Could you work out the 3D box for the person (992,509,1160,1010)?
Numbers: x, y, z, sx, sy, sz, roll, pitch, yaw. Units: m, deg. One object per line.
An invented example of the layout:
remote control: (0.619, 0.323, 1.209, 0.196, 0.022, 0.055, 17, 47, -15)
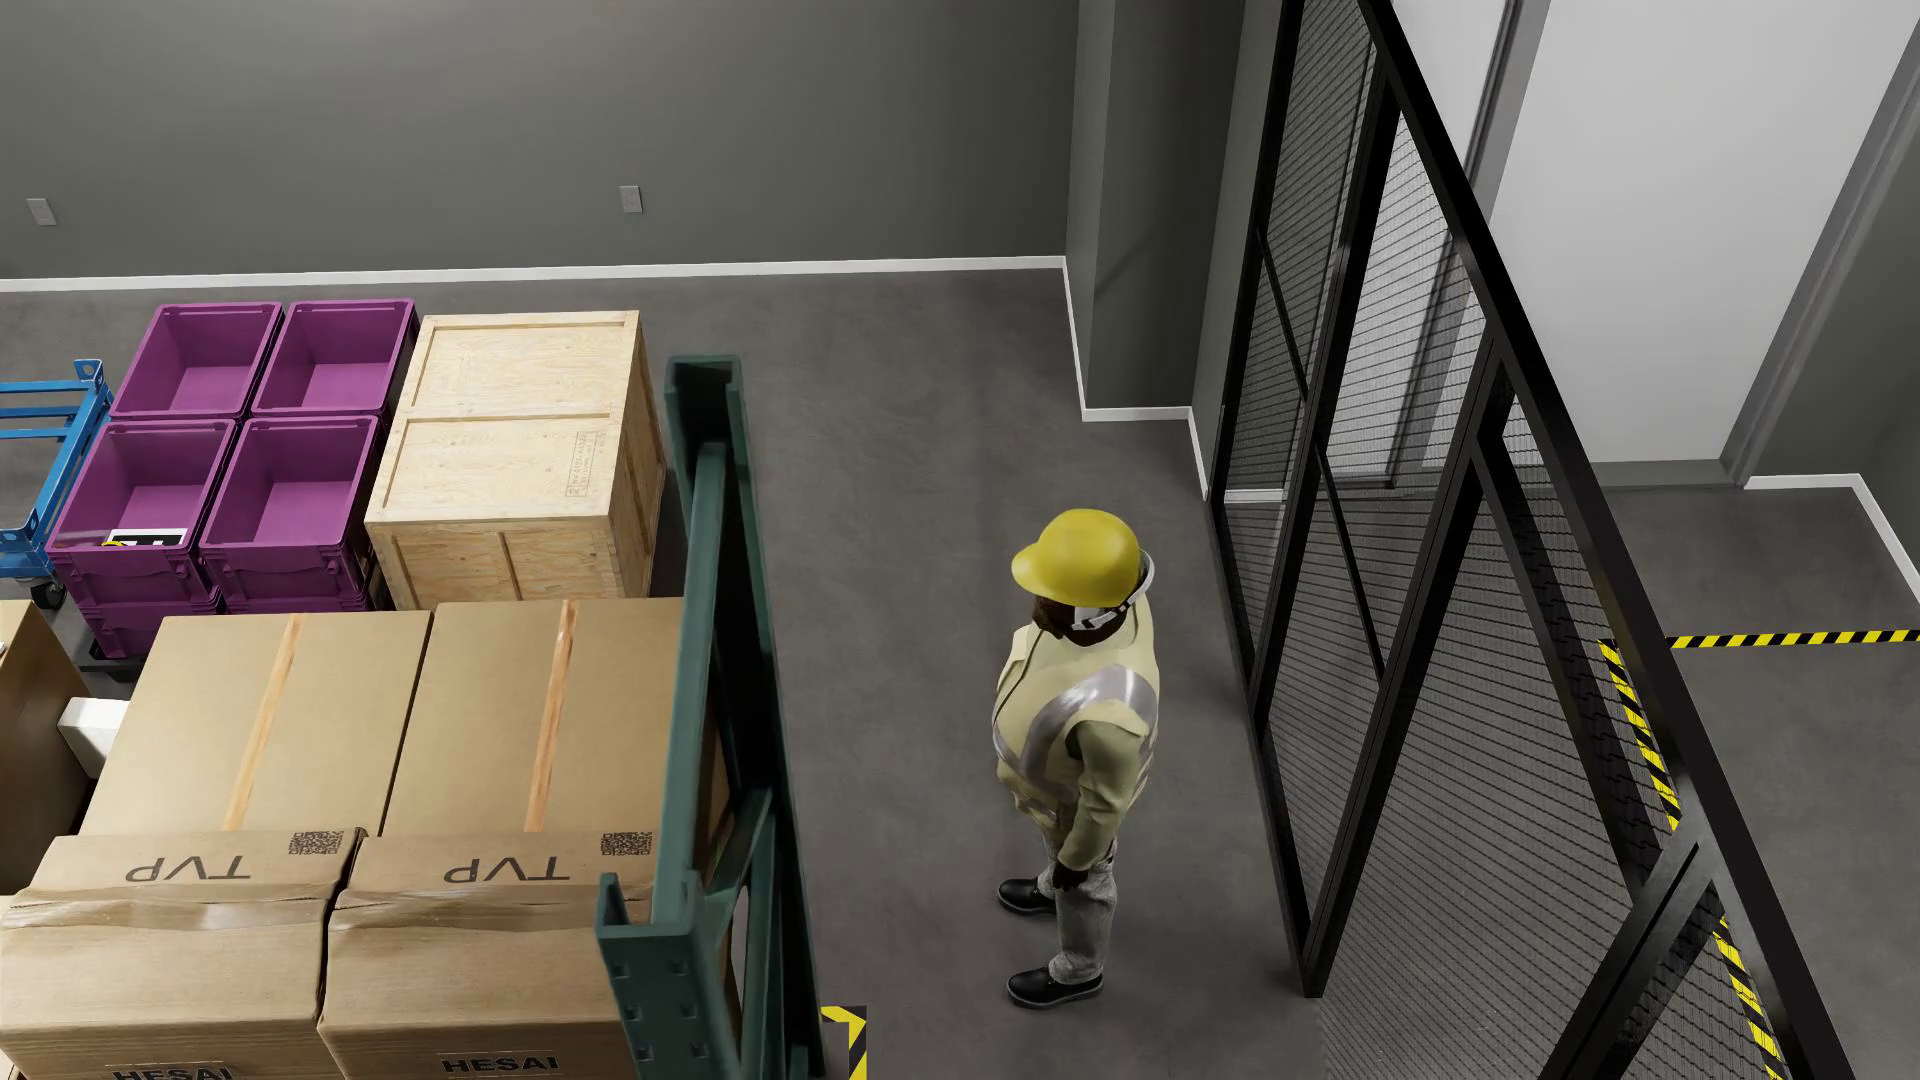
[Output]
person: (0.281, 0.586, 4.269, 0.403, 1.833, 0.586, -1, 46, -1)
